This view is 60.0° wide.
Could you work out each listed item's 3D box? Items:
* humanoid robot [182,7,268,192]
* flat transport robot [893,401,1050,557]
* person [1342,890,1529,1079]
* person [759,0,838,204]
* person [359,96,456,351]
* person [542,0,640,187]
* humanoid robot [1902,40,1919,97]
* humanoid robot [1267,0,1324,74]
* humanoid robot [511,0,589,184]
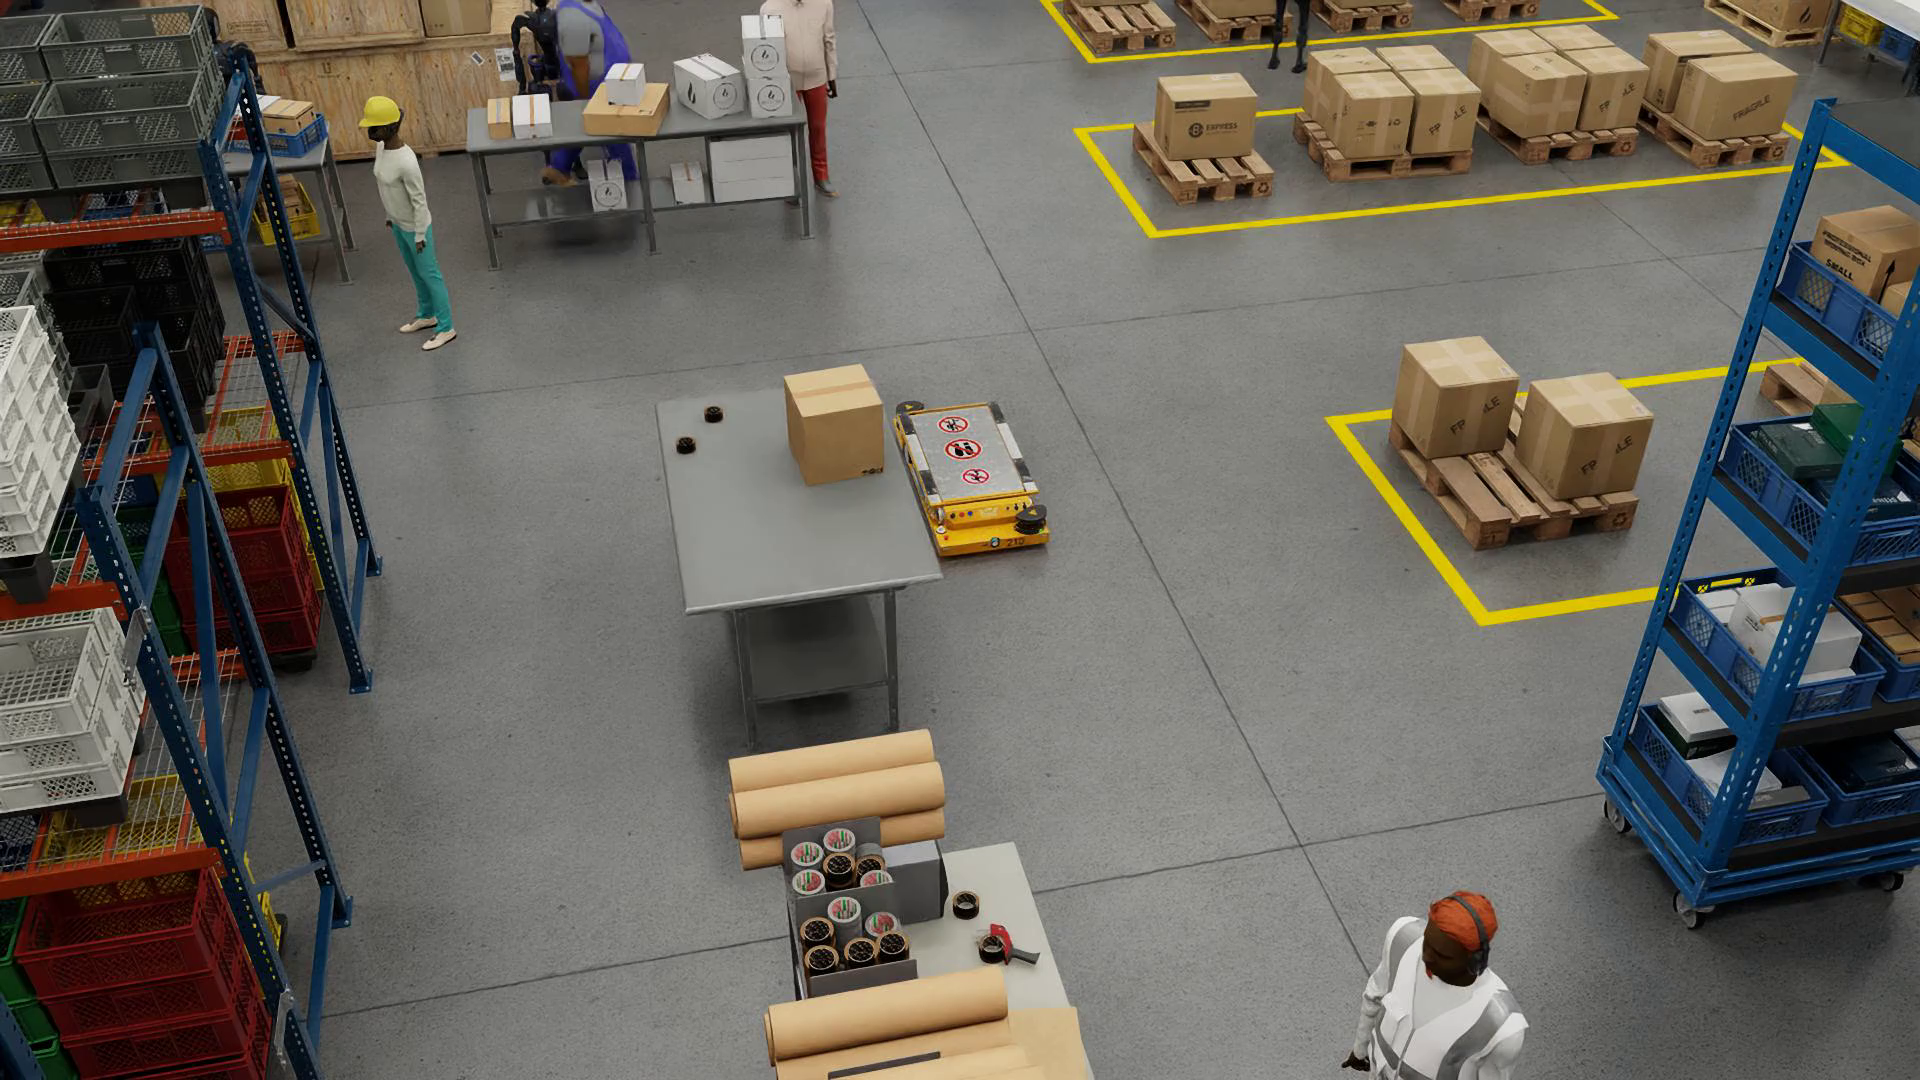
[{"bbox_3d":[-5.559,-3.241,12.718,0.588,1.657,0.326,-14,39,-18],"label":"humanoid robot"},{"bbox_3d":[0.046,-0.430,10.108,0.652,0.197,1.431,-8,37,-10],"label":"flat transport robot"},{"bbox_3d":[1.561,1.875,5.682,0.356,1.882,0.573,-23,42,-28],"label":"person"},{"bbox_3d":[-1.237,-3.577,12.923,0.613,1.987,0.399,-14,39,-18],"label":"person"},{"bbox_3d":[-3.712,-2.122,11.150,0.312,1.769,0.523,-26,44,-31],"label":"person"},{"bbox_3d":[-2.901,-3.613,12.927,0.885,2.000,0.684,-8,37,-11],"label":"person"},{"bbox_3d":[8.074,-3.879,13.597,0.603,1.626,0.500,24,43,29],"label":"humanoid robot"},{"bbox_3d":[3.091,-5.157,15.303,0.579,1.653,0.308,17,40,22],"label":"humanoid robot"},{"bbox_3d":[-3.252,-3.671,13.296,0.609,1.657,0.315,-12,38,-15],"label":"humanoid robot"}]
